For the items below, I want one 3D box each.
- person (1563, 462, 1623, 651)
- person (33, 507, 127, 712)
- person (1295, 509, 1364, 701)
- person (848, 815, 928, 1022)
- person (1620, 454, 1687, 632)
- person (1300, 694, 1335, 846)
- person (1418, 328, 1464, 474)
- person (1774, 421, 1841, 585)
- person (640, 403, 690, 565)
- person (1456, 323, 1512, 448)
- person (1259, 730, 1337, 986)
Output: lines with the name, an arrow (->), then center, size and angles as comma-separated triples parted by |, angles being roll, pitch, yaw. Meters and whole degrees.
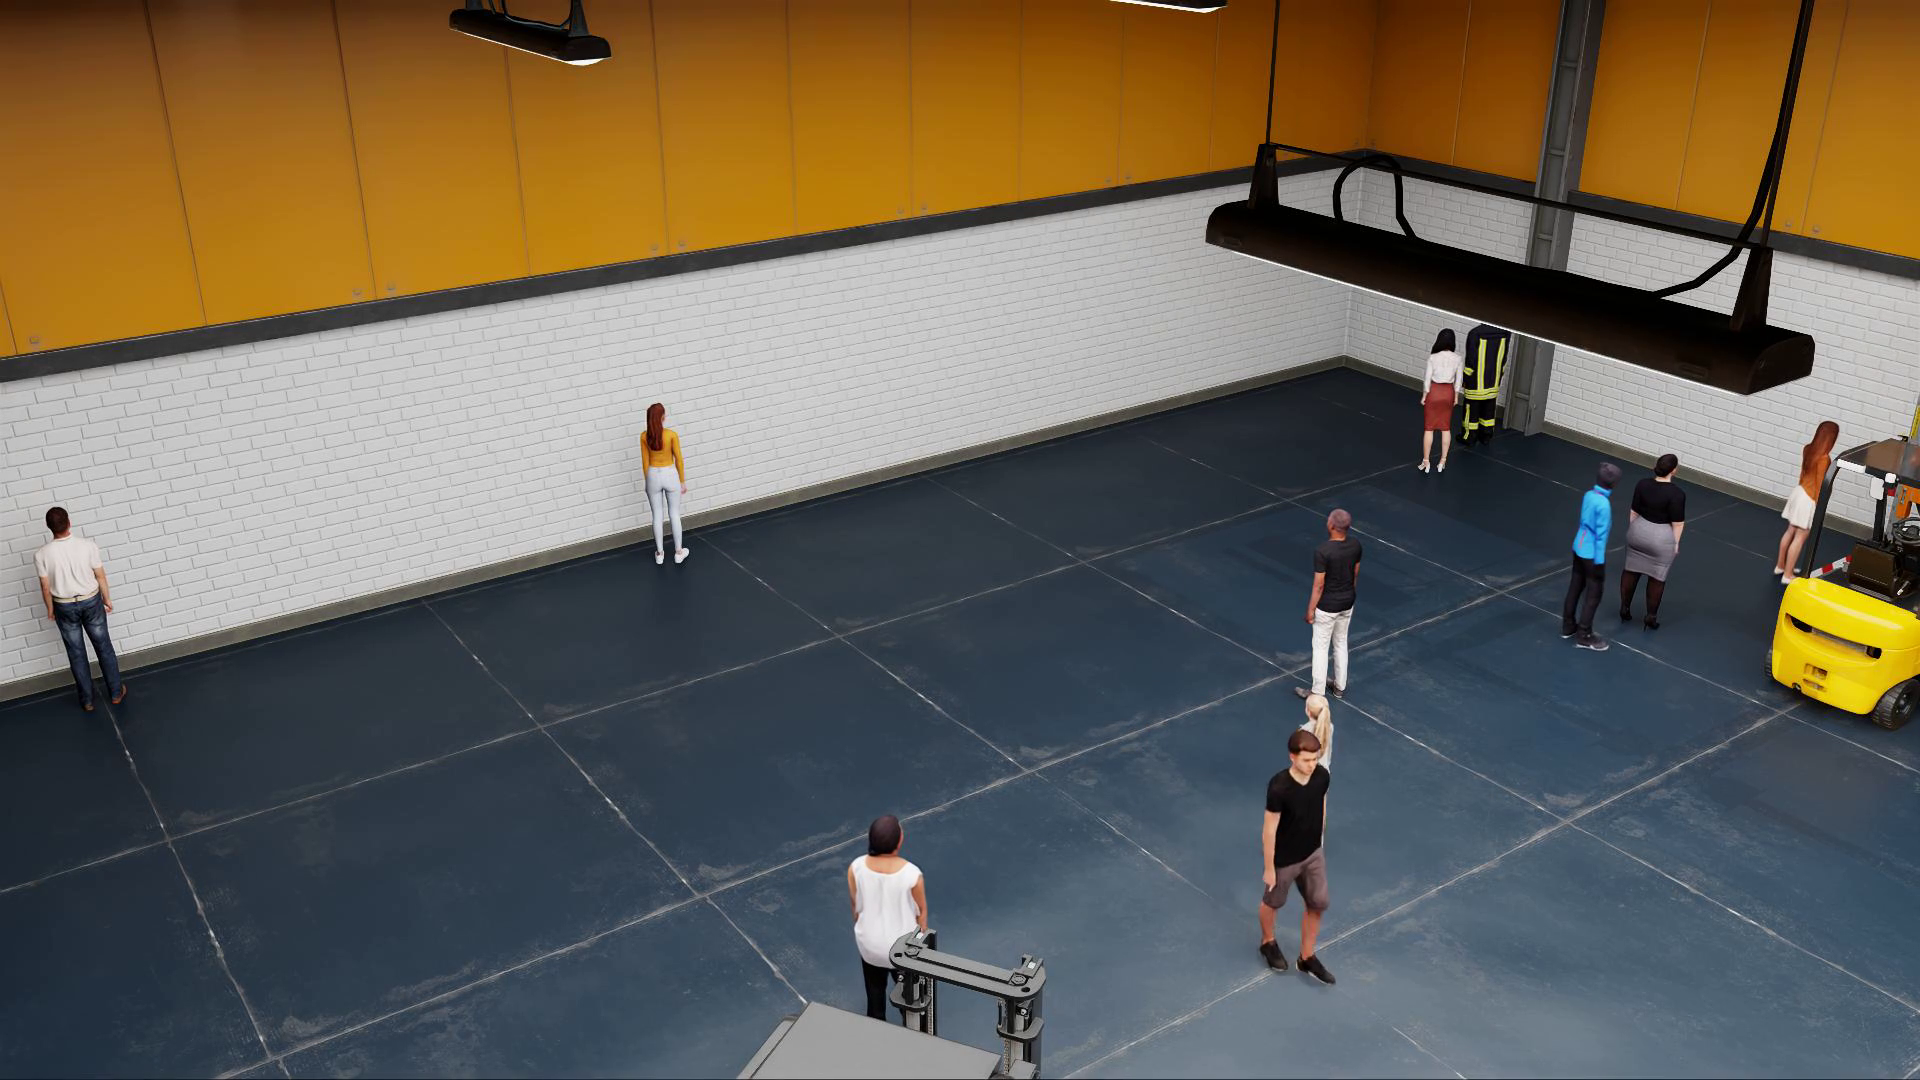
person -> 5.831, 0.134, 15.469 | 0.850, 1.796, 0.738 | -2, 24, -4
person -> -7.618, 0.583, 14.367 | 0.678, 1.855, 0.579 | -13, 27, -28
person -> 3.242, 0.572, 14.454 | 0.664, 1.805, 0.613 | -13, 27, -27
person -> -0.427, 2.441, 10.328 | 0.735, 1.687, 0.824 | 9, 25, 19
person -> 6.575, 0.008, 15.803 | 0.749, 1.759, 0.572 | -19, 30, -37
person -> 2.636, 1.736, 12.455 | 0.519, 1.274, 0.535 | -13, 27, -27
person -> 5.649, -1.643, 19.589 | 0.673, 1.751, 0.692 | 0, 24, 0
person -> 8.532, -0.396, 16.781 | 0.760, 1.716, 0.677 | 0, 24, 0
person -> -3.067, -0.593, 17.187 | 0.693, 1.751, 0.725 | 0, 24, -1
person -> 6.434, -2.060, 20.454 | 0.837, 1.822, 0.806 | -6, 24, -14
person -> 2.170, 2.026, 11.079 | 0.789, 1.844, 0.902 | -11, 26, -23
